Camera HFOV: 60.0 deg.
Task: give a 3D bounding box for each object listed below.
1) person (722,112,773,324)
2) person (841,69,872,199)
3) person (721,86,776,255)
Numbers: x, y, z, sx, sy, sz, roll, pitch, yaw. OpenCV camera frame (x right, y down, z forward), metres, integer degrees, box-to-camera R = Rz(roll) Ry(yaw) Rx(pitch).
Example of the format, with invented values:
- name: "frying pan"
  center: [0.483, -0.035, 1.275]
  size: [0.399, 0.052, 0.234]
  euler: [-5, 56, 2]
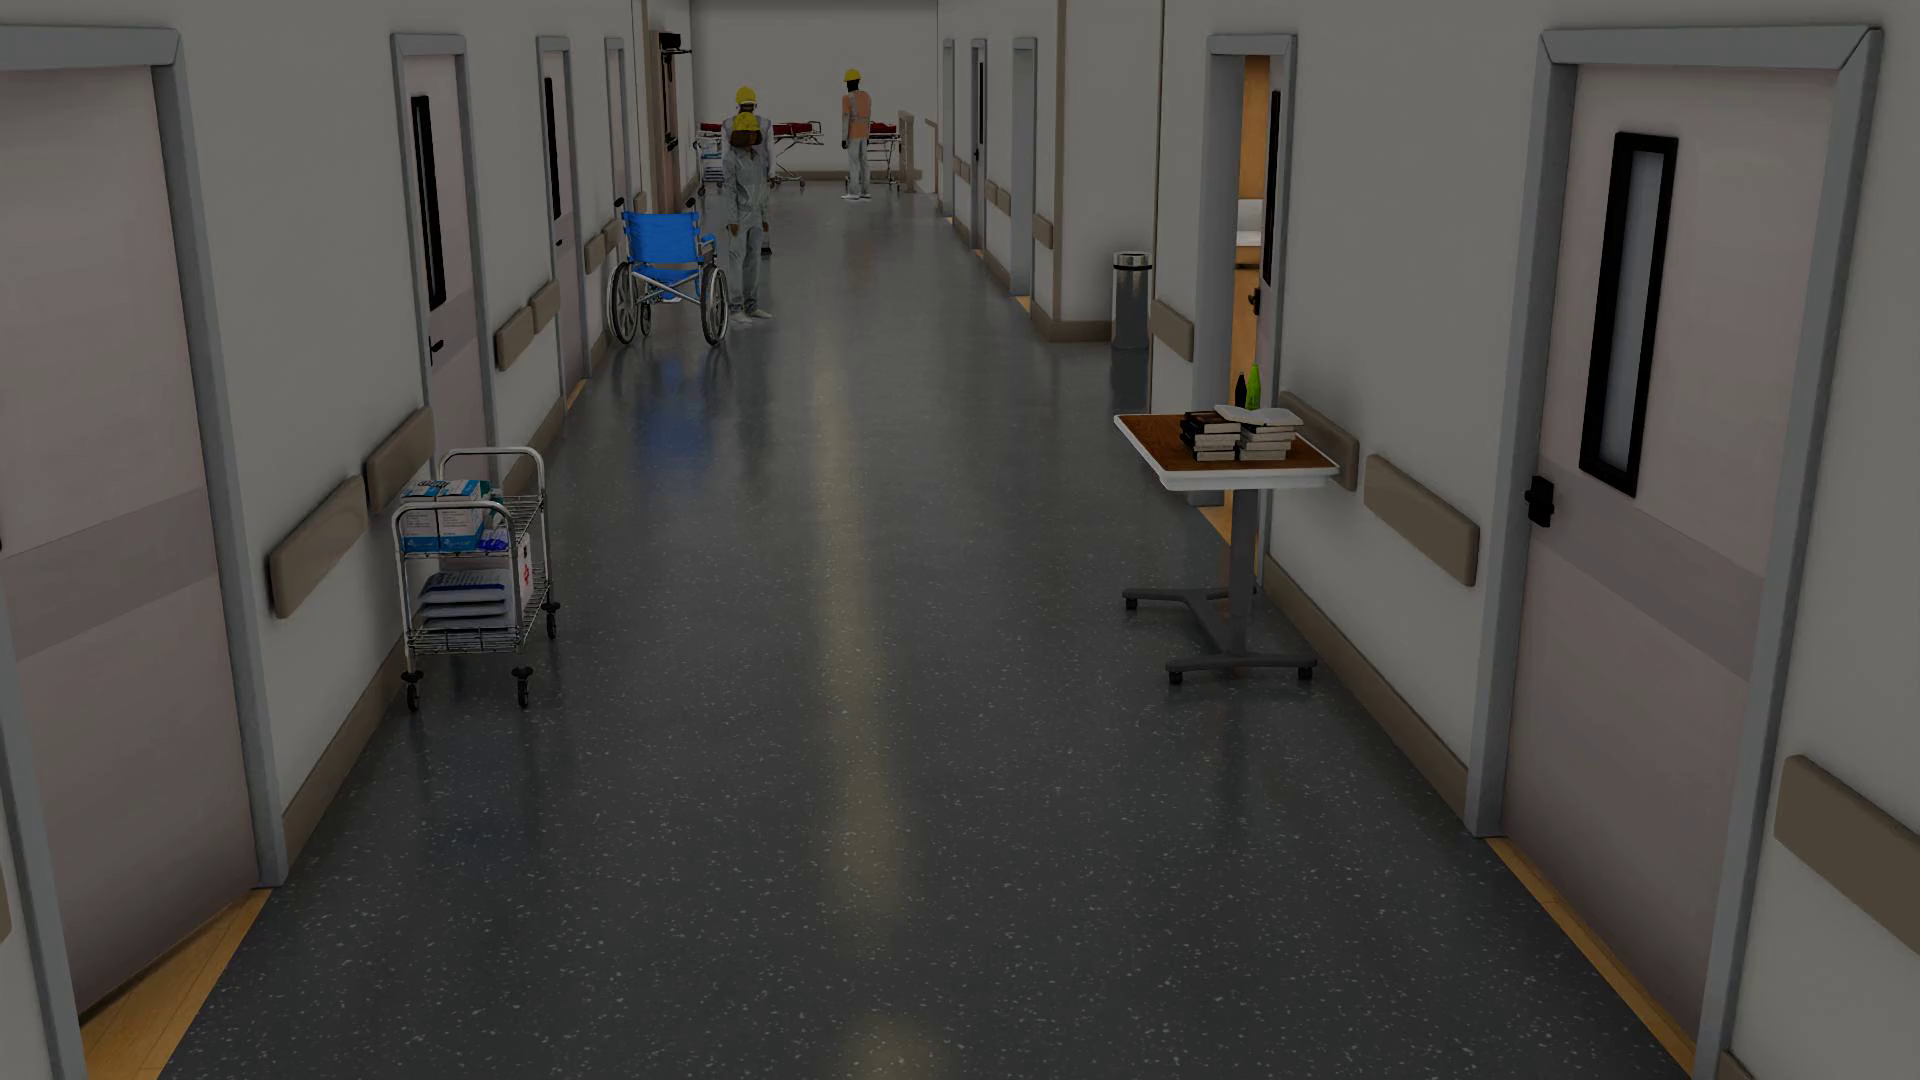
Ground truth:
- name: "person"
  center: [-1.783, -2.708, 14.008]
  size: [0.299, 1.745, 0.483]
  euler: [9, 19, 28]
- name: "person"
  center: [-1.581, -6.117, 25.107]
  size: [0.397, 1.920, 0.586]
  euler: [13, 21, 36]
- name: "person"
  center: [-2.329, -4.066, 18.386]
  size: [0.600, 1.836, 0.404]
  euler: [-3, 17, -8]
